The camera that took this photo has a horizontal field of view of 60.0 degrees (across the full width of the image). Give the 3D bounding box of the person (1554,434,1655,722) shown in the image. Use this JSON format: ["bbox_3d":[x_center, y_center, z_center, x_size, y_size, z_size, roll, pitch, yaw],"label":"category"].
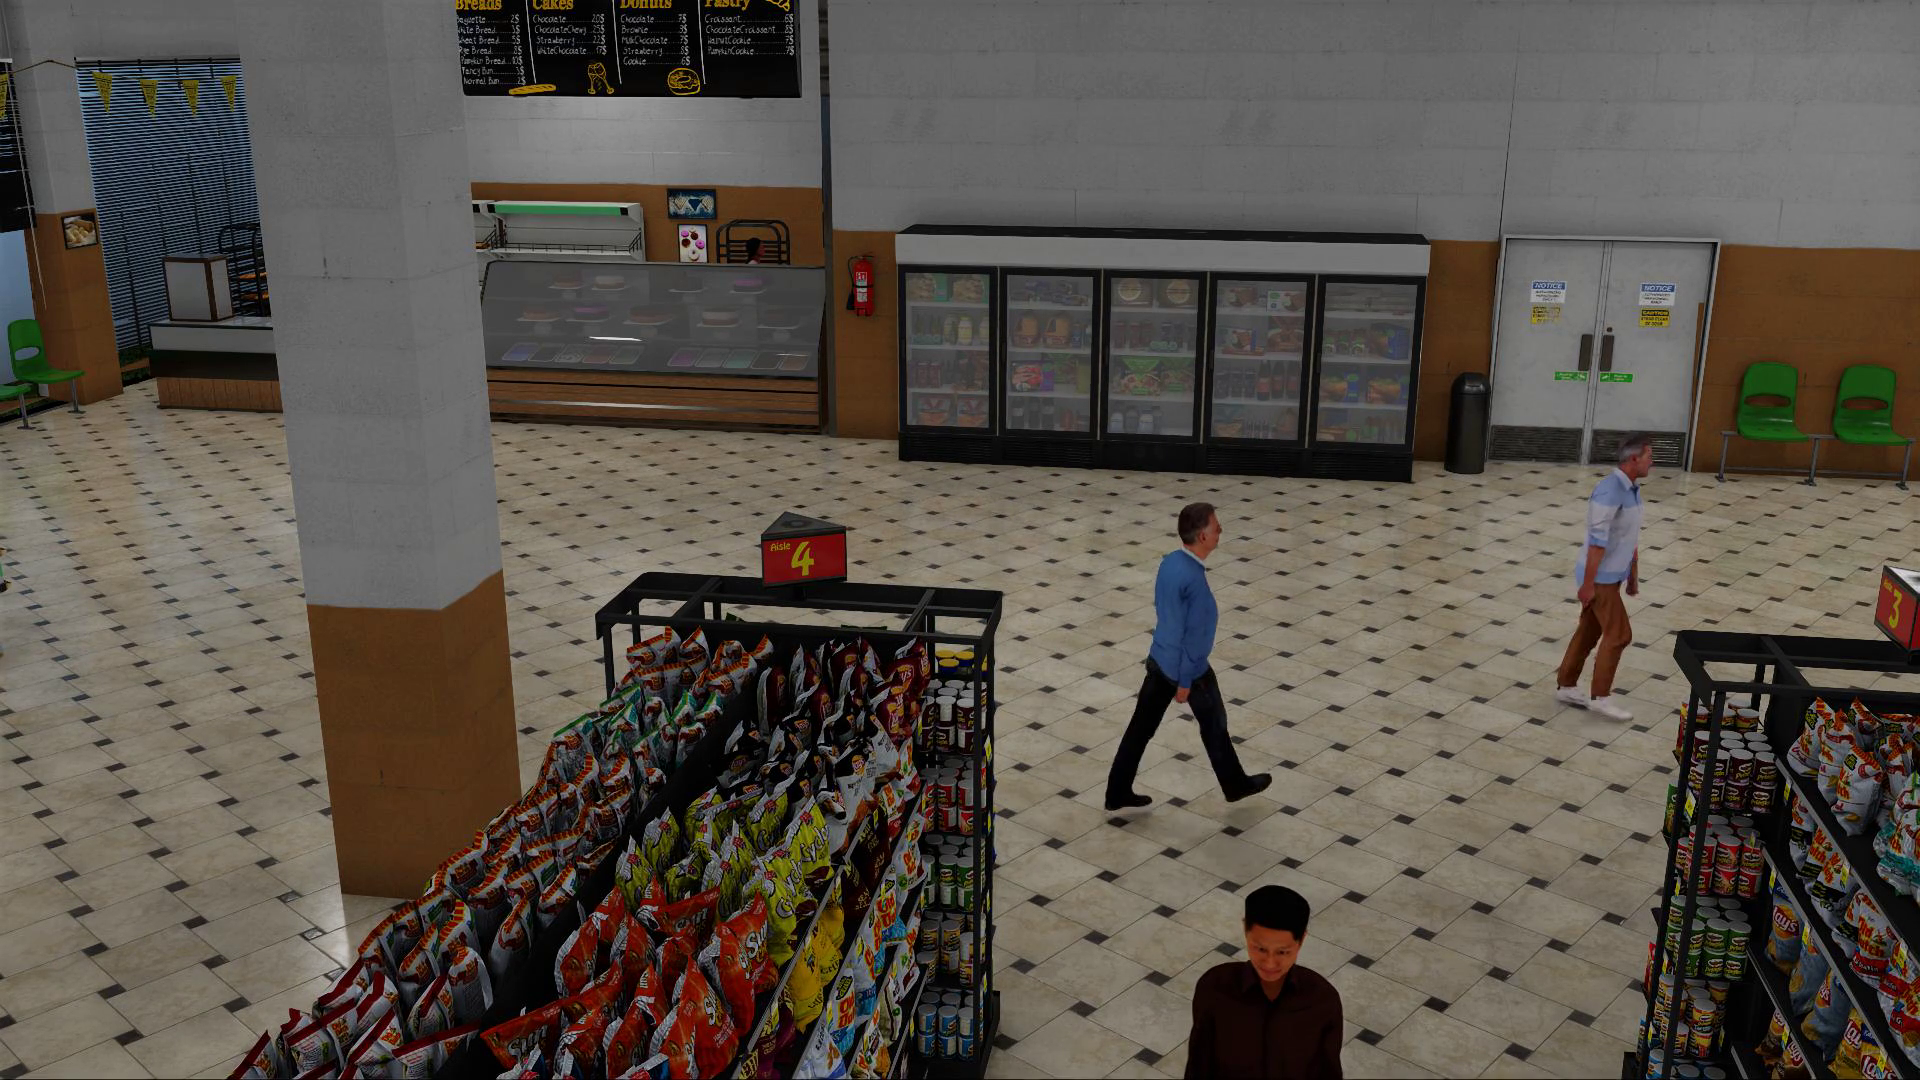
[{"bbox_3d":[4.008,0.209,10.578,0.924,1.798,0.856,13,21,36],"label":"person"}]

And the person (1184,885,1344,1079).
[{"bbox_3d":[0.920,1.861,5.170,0.663,1.777,0.540,1,17,5],"label":"person"}]

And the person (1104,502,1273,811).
[{"bbox_3d":[1.115,0.691,9.058,1.116,1.758,1.237,-6,18,-19],"label":"person"}]
